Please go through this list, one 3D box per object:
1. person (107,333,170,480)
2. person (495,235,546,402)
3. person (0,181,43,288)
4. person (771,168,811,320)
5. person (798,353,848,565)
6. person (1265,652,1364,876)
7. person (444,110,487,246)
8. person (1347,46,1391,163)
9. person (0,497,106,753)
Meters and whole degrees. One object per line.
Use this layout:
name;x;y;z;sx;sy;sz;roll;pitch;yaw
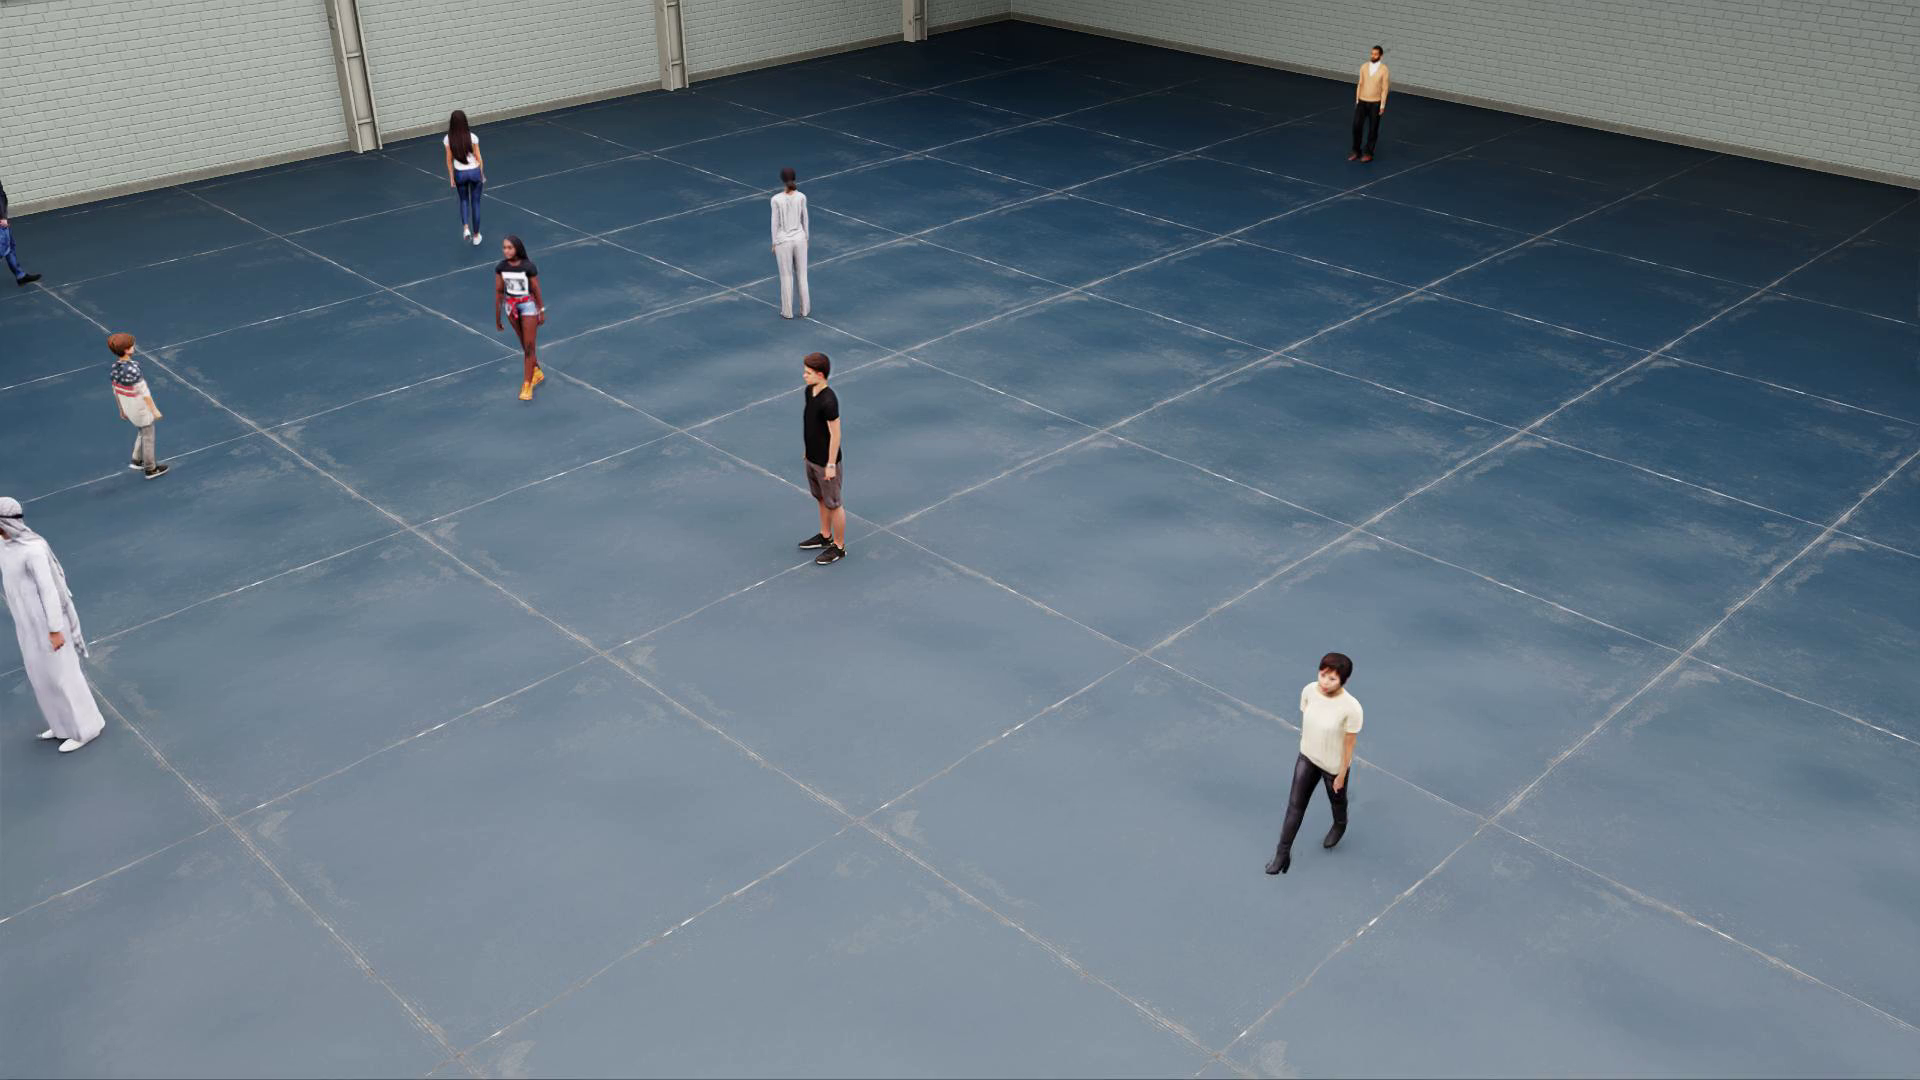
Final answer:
person;-7.711;-1.227;15.486;0.572;1.428;0.602;16;32;28
person;-4.525;-2.367;17.344;0.969;1.695;1.116;5;28;9
person;-11.722;-3.885;20.003;0.767;1.873;1.146;20;34;33
person;-1.954;-3.443;19.276;0.622;1.776;0.732;-9;29;-16
person;-1.147;-0.710;14.056;0.670;1.861;0.746;-15;31;-25
person;2.339;1.374;10.477;0.593;1.546;1.015;24;36;38
person;-6.406;-4.676;21.605;0.763;1.765;0.824;-2;28;-4
person;6.290;-6.649;25.330;0.723;1.746;0.758;19;34;32
person;-6.392;0.562;11.601;0.727;1.922;0.684;19;33;32
